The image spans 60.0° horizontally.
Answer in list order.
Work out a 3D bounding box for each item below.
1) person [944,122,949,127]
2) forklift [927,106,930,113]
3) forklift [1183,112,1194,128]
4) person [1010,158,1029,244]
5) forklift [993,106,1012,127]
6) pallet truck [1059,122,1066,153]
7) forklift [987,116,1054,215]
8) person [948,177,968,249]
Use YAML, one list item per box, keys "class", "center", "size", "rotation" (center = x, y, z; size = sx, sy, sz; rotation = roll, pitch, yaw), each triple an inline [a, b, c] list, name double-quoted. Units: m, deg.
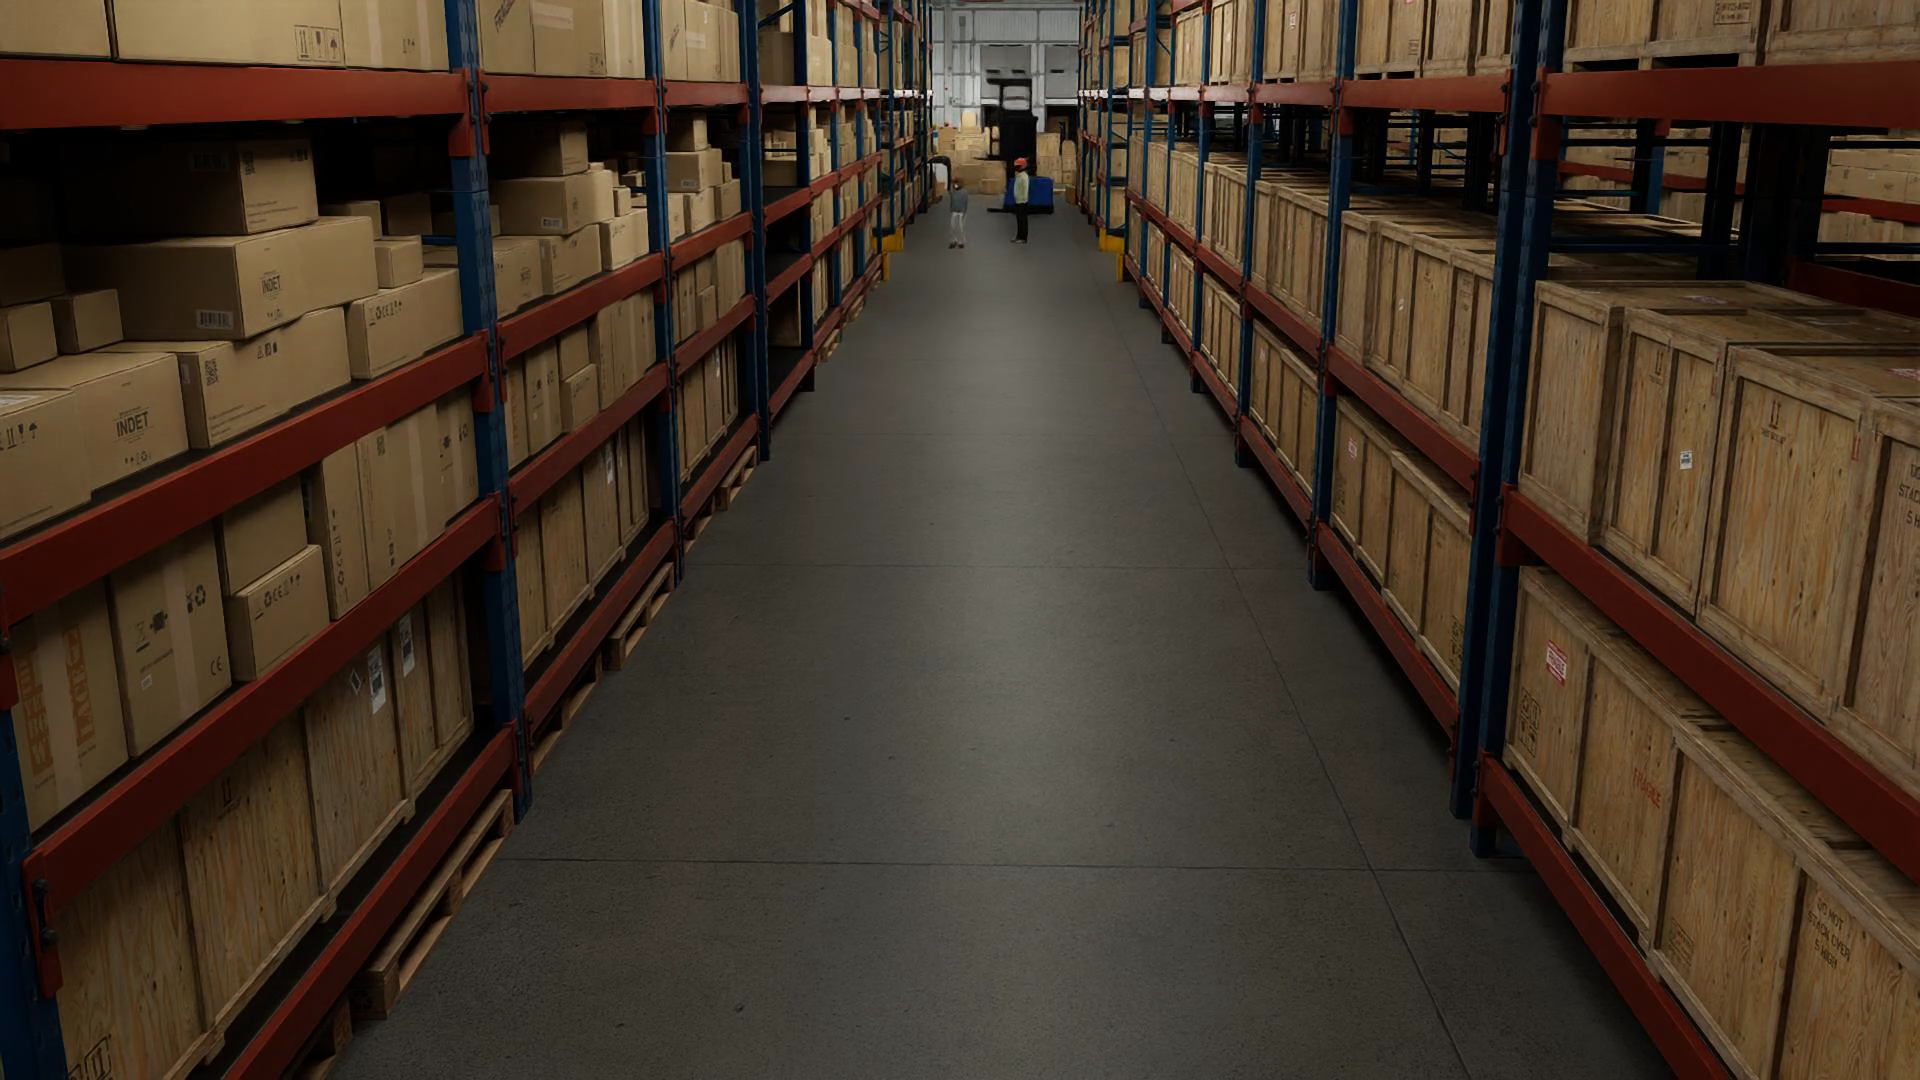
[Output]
- class: "person"
  center: [-0.741, -22.126, 91.904]
  size: [0.550, 1.935, 0.376]
  rotation: [9, 18, 31]
- class: "forklift"
  center: [-1.999, -20.667, 84.686]
  size: [1.129, 2.768, 1.873]
  rotation: [0, 15, 2]
- class: "forklift"
  center: [8.132, -14.055, 60.086]
  size: [1.129, 2.768, 1.873]
  rotation: [0, 15, 1]
- class: "person"
  center: [1.426, -7.971, 39.124]
  size: [0.375, 1.997, 0.612]
  rotation: [-5, 16, -19]
- class: "forklift"
  center: [2.103, -20.252, 83.144]
  size: [1.129, 2.768, 1.873]
  rotation: [0, 15, 1]
- class: "pallet truck"
  center: [5.788, -21.111, 88.014]
  size: [1.885, 1.965, 0.823]
  rotation: [5, 16, 18]
- class: "forklift"
  center: [1.797, -10.875, 48.255]
  size: [1.129, 2.768, 1.873]
  rotation: [-10, 18, -33]
- class: "person"
  center: [-0.055, -7.423, 37.828]
  size: [0.499, 1.607, 0.633]
  rotation: [7, 16, 24]
